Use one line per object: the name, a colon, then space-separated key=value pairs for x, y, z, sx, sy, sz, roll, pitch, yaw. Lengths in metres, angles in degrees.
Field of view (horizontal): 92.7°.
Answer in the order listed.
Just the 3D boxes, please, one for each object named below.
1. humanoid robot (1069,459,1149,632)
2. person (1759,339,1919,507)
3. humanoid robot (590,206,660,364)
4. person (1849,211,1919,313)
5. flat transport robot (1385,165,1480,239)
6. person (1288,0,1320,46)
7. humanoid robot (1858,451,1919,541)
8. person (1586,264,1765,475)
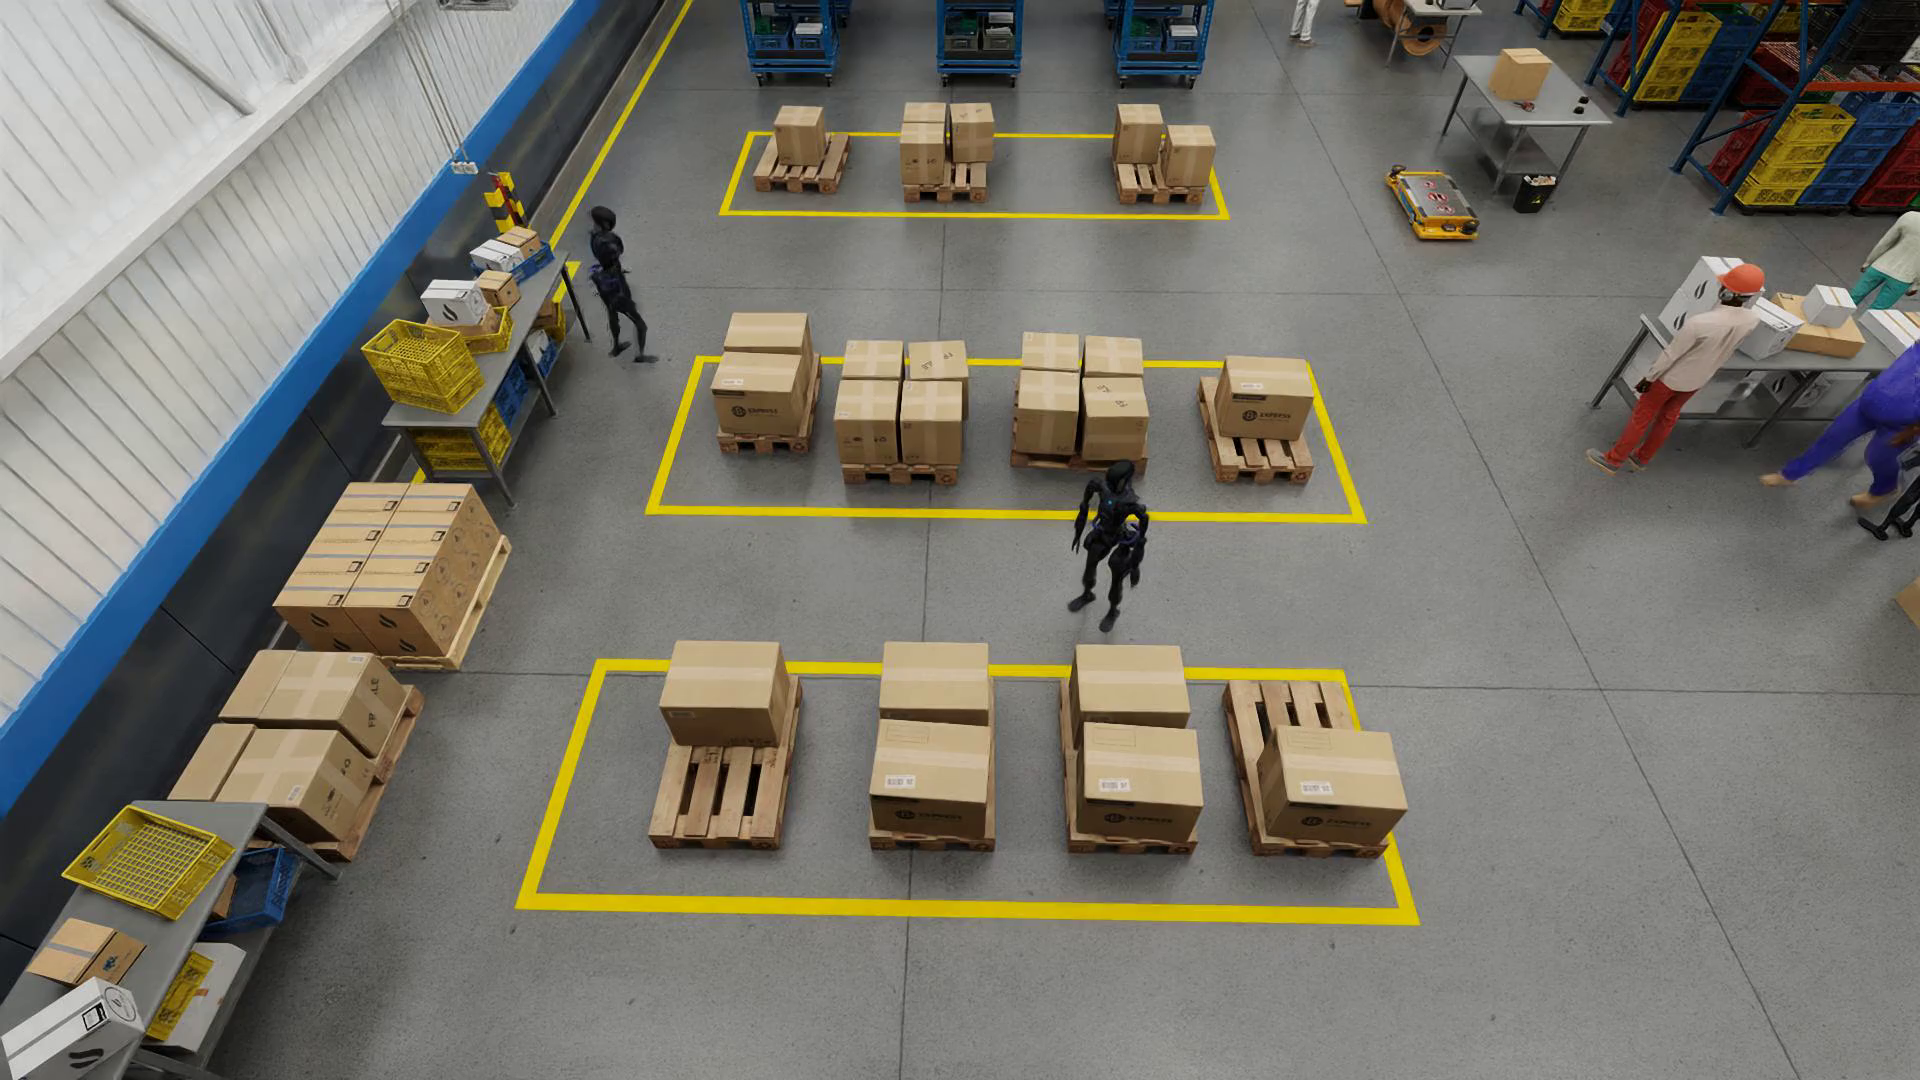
humanoid robot: x=1.074 y=0.040 z=6.565 sx=0.579 sy=1.653 sz=0.308 roll=34 pitch=57 yaw=26
person: x=7.566 y=-1.078 z=7.296 sx=0.885 sy=2.000 sz=0.684 roll=0 pitch=49 yaw=0
humanoid robot: x=-3.260 y=-2.416 z=8.701 sx=0.500 sy=1.626 sz=0.603 roll=-32 pitch=56 yaw=-25
person: x=8.903 y=-2.545 z=8.744 sx=0.312 sy=1.769 sz=0.523 roll=-20 pitch=52 yaw=-17
flat transport robot: x=5.692 y=-4.094 z=11.059 sx=0.652 sy=0.197 sz=1.431 roll=1 pitch=49 yaw=1
person: x=5.391 y=-8.504 z=13.827 sx=0.356 sy=1.882 sz=0.573 roll=-17 pitch=51 yaw=-14
humanoid robot: x=7.828 y=-0.659 z=7.163 sx=0.609 sy=1.657 sz=0.315 roll=-4 pitch=49 yaw=-4
person: x=5.956 y=-1.377 z=7.591 sx=0.613 sy=1.987 sz=0.399 roll=-7 pitch=49 yaw=-6
